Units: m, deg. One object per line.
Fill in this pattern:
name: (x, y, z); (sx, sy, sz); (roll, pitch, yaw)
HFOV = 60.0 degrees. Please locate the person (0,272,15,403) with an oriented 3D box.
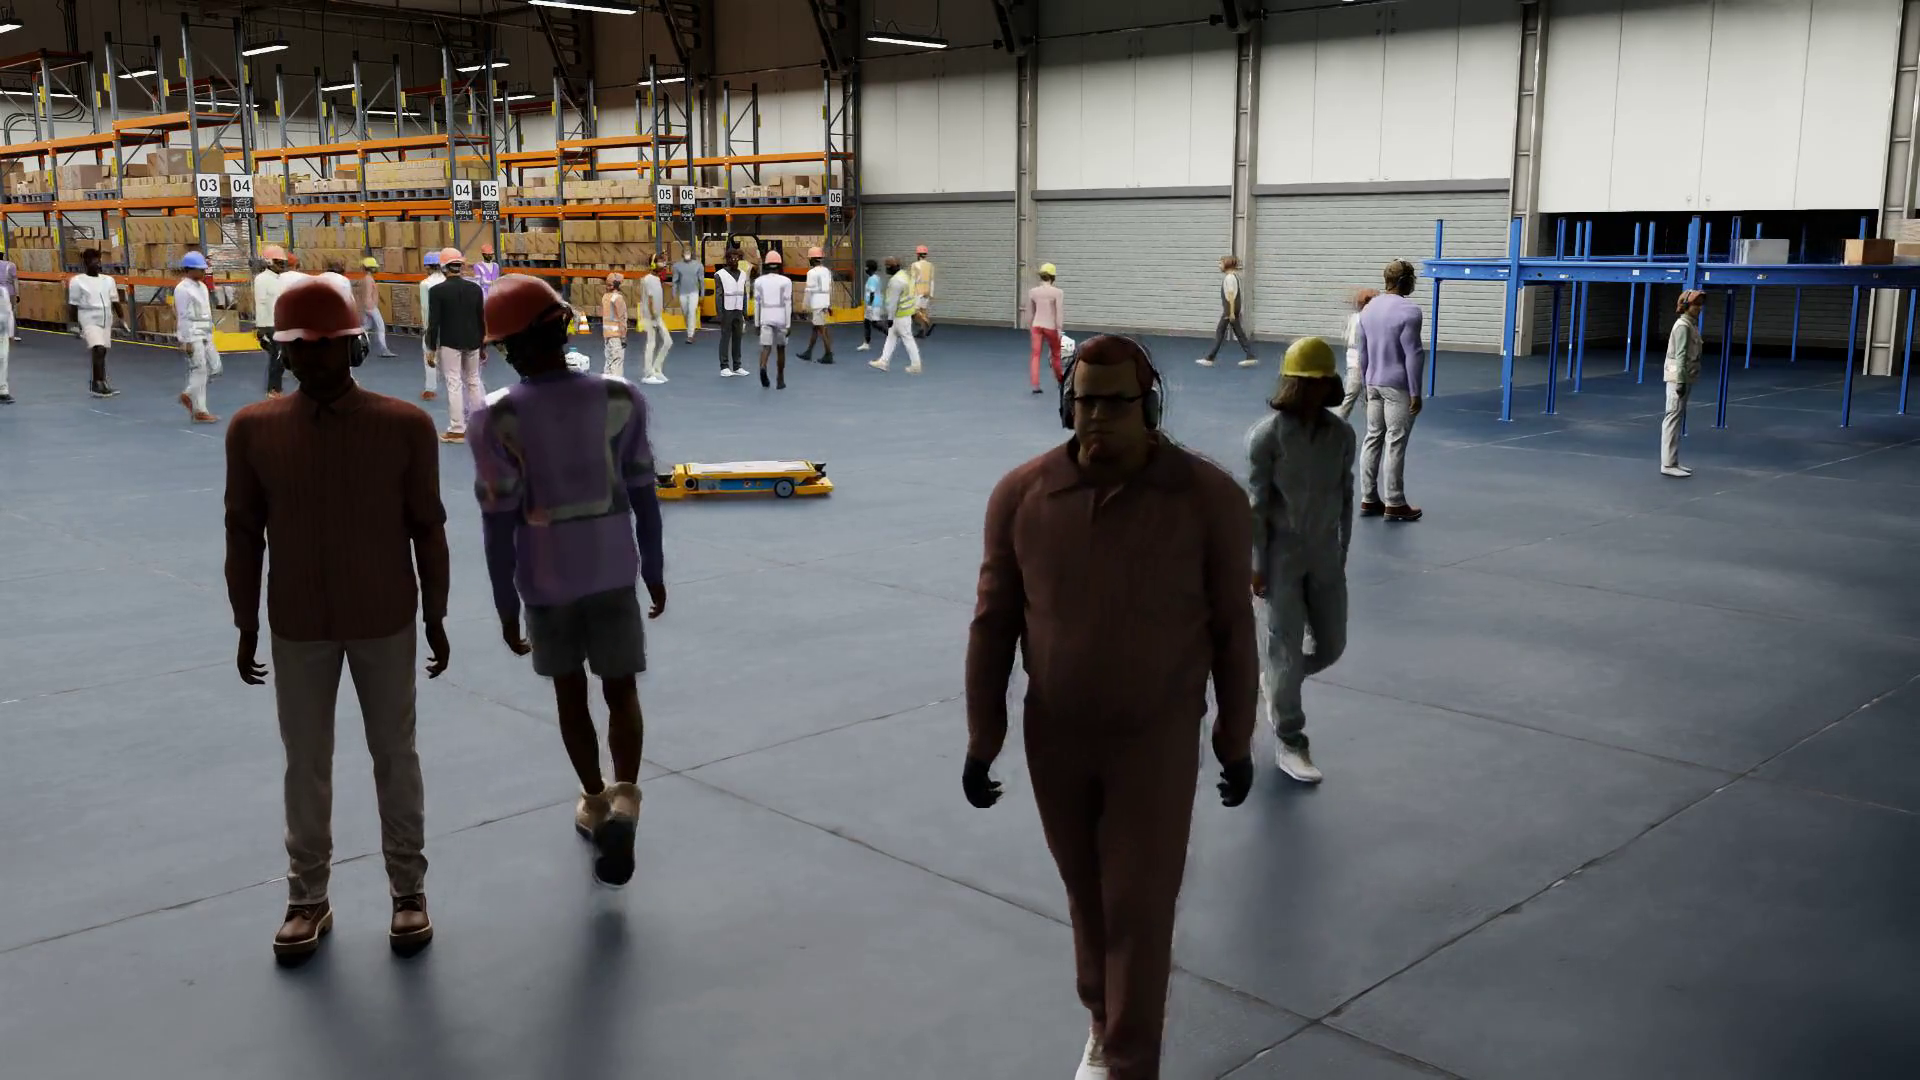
person: (-12.255, -2.639, 21.019); (0.471, 1.817, 0.610); (5, 12, 27)

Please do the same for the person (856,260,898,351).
person: (-1.528, -4.301, 30.476); (0.686, 1.672, 0.538); (-2, 11, -9)

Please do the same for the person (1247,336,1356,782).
person: (1.321, 0.053, 6.597); (0.490, 1.729, 0.550); (-4, 11, -19)

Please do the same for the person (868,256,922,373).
person: (-1.002, -3.479, 25.714); (0.897, 1.783, 0.693); (0, 10, 1)

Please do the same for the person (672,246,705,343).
person: (-5.388, -4.892, 33.073); (0.643, 1.917, 0.906); (0, 10, 0)

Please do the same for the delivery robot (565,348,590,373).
delivery robot: (-5.408, -2.451, 23.299); (0.477, 0.478, 0.707); (-1, 11, -4)

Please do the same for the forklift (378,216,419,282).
forklift: (-17.868, -9.201, 54.028); (1.873, 2.768, 1.129); (-10, 14, -44)

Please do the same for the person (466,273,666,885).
person: (-1.265, 0.127, 5.469); (0.643, 1.995, 0.880); (-4, 11, -20)

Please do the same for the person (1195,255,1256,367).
person: (4.361, -3.695, 26.876); (0.982, 1.793, 0.528); (3, 11, 17)

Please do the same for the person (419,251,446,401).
person: (-6.590, -2.742, 21.348); (0.837, 1.912, 0.648); (6, 12, 29)

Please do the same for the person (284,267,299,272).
person: (-10.949, -3.709, 27.364); (0.280, 1.634, 0.498); (1, 10, 6)

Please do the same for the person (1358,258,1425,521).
person: (3.240, -1.130, 12.467); (0.364, 1.939, 0.636); (-5, 12, -26)

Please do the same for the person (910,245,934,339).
person: (-0.743, -5.089, 34.122); (0.557, 1.916, 0.658); (-9, 14, -40)

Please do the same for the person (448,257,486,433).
person: (-5.344, -2.108, 17.957); (0.398, 1.888, 0.655); (2, 11, 9)

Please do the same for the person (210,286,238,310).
person: (-15.204, -5.178, 34.303); (0.618, 2.026, 0.424); (-9, 14, -40)

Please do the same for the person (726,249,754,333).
person: (-4.805, -5.449, 36.351); (0.626, 1.828, 0.569); (-3, 11, -16)

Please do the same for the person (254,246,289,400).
person: (-8.592, -2.712, 20.983); (0.556, 1.973, 0.653); (1, 10, 6)

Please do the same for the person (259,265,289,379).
person: (-10.109, -3.195, 24.455); (0.365, 1.677, 0.533); (-1, 10, -4)

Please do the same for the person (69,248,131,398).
person: (-11.221, -2.839, 21.797); (0.871, 1.930, 0.623); (5, 12, 26)

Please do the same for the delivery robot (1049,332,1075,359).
delivery robot: (1.665, -3.152, 27.132); (0.477, 0.478, 0.707); (2, 11, 12)

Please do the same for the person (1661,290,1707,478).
person: (6.376, -1.386, 14.692); (0.315, 1.636, 0.515); (5, 12, 27)

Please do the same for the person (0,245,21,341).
person: (-19.168, -4.943, 33.291); (0.594, 1.924, 0.383); (-5, 11, -24)

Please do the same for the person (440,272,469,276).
person: (-7.510, -3.326, 24.632); (0.615, 1.865, 0.420); (-6, 12, -28)

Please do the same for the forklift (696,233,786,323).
forklift: (-5.496, -6.489, 41.108); (2.313, 2.155, 1.214); (-10, 14, -44)

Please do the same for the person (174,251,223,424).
person: (-8.635, -2.287, 18.794); (0.483, 1.931, 0.641); (0, 10, -2)

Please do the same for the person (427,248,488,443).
person: (-5.184, -2.005, 17.164); (0.474, 1.980, 0.667); (10, 14, 43)

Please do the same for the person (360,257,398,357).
person: (-10.293, -4.038, 28.882); (0.811, 1.740, 0.527); (-4, 11, -21)

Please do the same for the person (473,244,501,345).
person: (-9.157, -4.770, 32.322); (0.354, 1.939, 0.544); (9, 14, 40)

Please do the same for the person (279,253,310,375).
person: (-10.005, -3.387, 25.026); (0.582, 1.856, 0.860); (-2, 11, -10)

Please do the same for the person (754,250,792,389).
person: (-2.583, -3.021, 22.881); (0.545, 1.913, 0.788); (1, 10, 7)

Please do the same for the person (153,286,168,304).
person: (-21.853, -7.023, 45.471); (0.531, 1.611, 0.350); (3, 11, 16)

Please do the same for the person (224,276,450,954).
person: (-1.824, 0.229, 4.902); (0.625, 1.992, 0.386); (-2, 11, -12)

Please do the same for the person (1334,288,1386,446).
person: (4.049, -1.712, 16.592); (0.877, 1.590, 0.539); (1, 10, 7)

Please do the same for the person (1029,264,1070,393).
person: (1.195, -2.862, 22.483); (0.549, 1.714, 0.892); (6, 12, 28)

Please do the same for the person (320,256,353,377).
person: (-8.726, -3.046, 23.287); (0.632, 1.814, 0.468); (4, 11, 21)

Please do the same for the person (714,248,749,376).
person: (-3.467, -3.444, 25.171); (0.377, 1.913, 0.589); (8, 13, 38)

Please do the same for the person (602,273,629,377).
person: (-4.372, -2.564, 21.107); (0.310, 1.638, 0.523); (-7, 13, -35)

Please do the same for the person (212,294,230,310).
person: (-16.152, -5.498, 36.339); (0.564, 1.915, 0.511); (-8, 13, -36)

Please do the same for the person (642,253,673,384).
person: (-4.353, -3.158, 23.775); (0.460, 1.853, 0.535); (2, 11, 12)

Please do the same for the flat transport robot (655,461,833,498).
flat transport robot: (-1.798, -0.511, 13.760); (1.431, 0.197, 0.652); (-2, 11, -10)

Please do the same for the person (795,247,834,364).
person: (-2.467, -3.898, 27.652); (0.901, 1.900, 0.575); (5, 12, 27)

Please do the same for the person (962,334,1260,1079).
person: (0.308, 0.479, 3.831); (0.673, 1.877, 0.827); (4, 11, 21)
